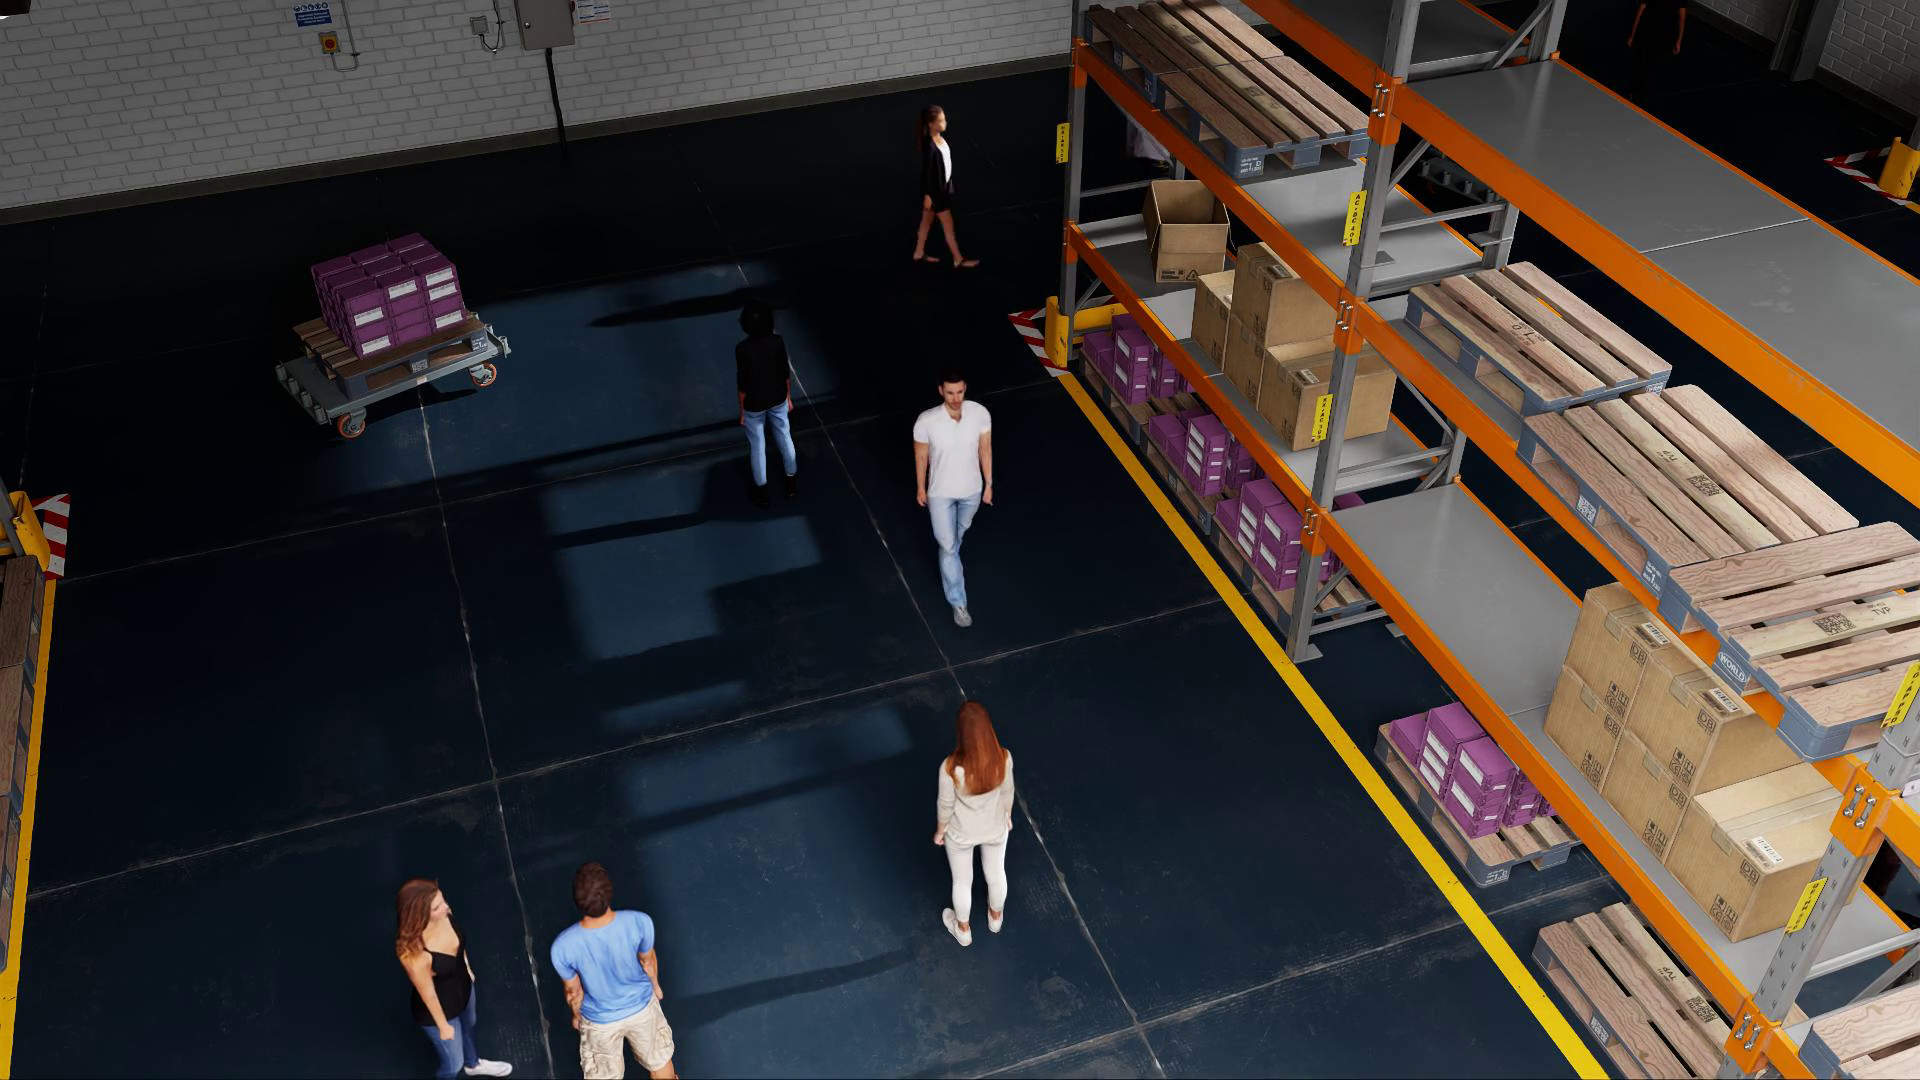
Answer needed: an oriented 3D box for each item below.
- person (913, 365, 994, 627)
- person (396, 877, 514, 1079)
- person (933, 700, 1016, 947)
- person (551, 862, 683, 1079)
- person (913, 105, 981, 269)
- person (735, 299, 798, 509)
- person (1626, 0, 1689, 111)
[{"bbox_3d":[-0.048,-0.406,11.251,0.731,1.816,1.161,-10,40,-12],"label":"person"},{"bbox_3d":[-2.500,2.212,8.052,0.703,1.718,0.585,3,39,4],"label":"person"},{"bbox_3d":[0.090,1.537,8.905,0.600,1.708,0.556,-11,40,-13],"label":"person"},{"bbox_3d":[-1.631,2.216,7.930,0.662,1.864,0.581,-16,41,-19],"label":"person"},{"bbox_3d":[-0.306,-3.172,14.937,0.883,1.539,0.908,7,39,9],"label":"person"},{"bbox_3d":[-1.421,-0.990,12.074,0.590,1.701,0.559,-17,42,-20],"label":"person"},{"bbox_3d":[7.259,-5.288,17.446,0.938,1.713,1.208,2,39,2],"label":"person"}]
